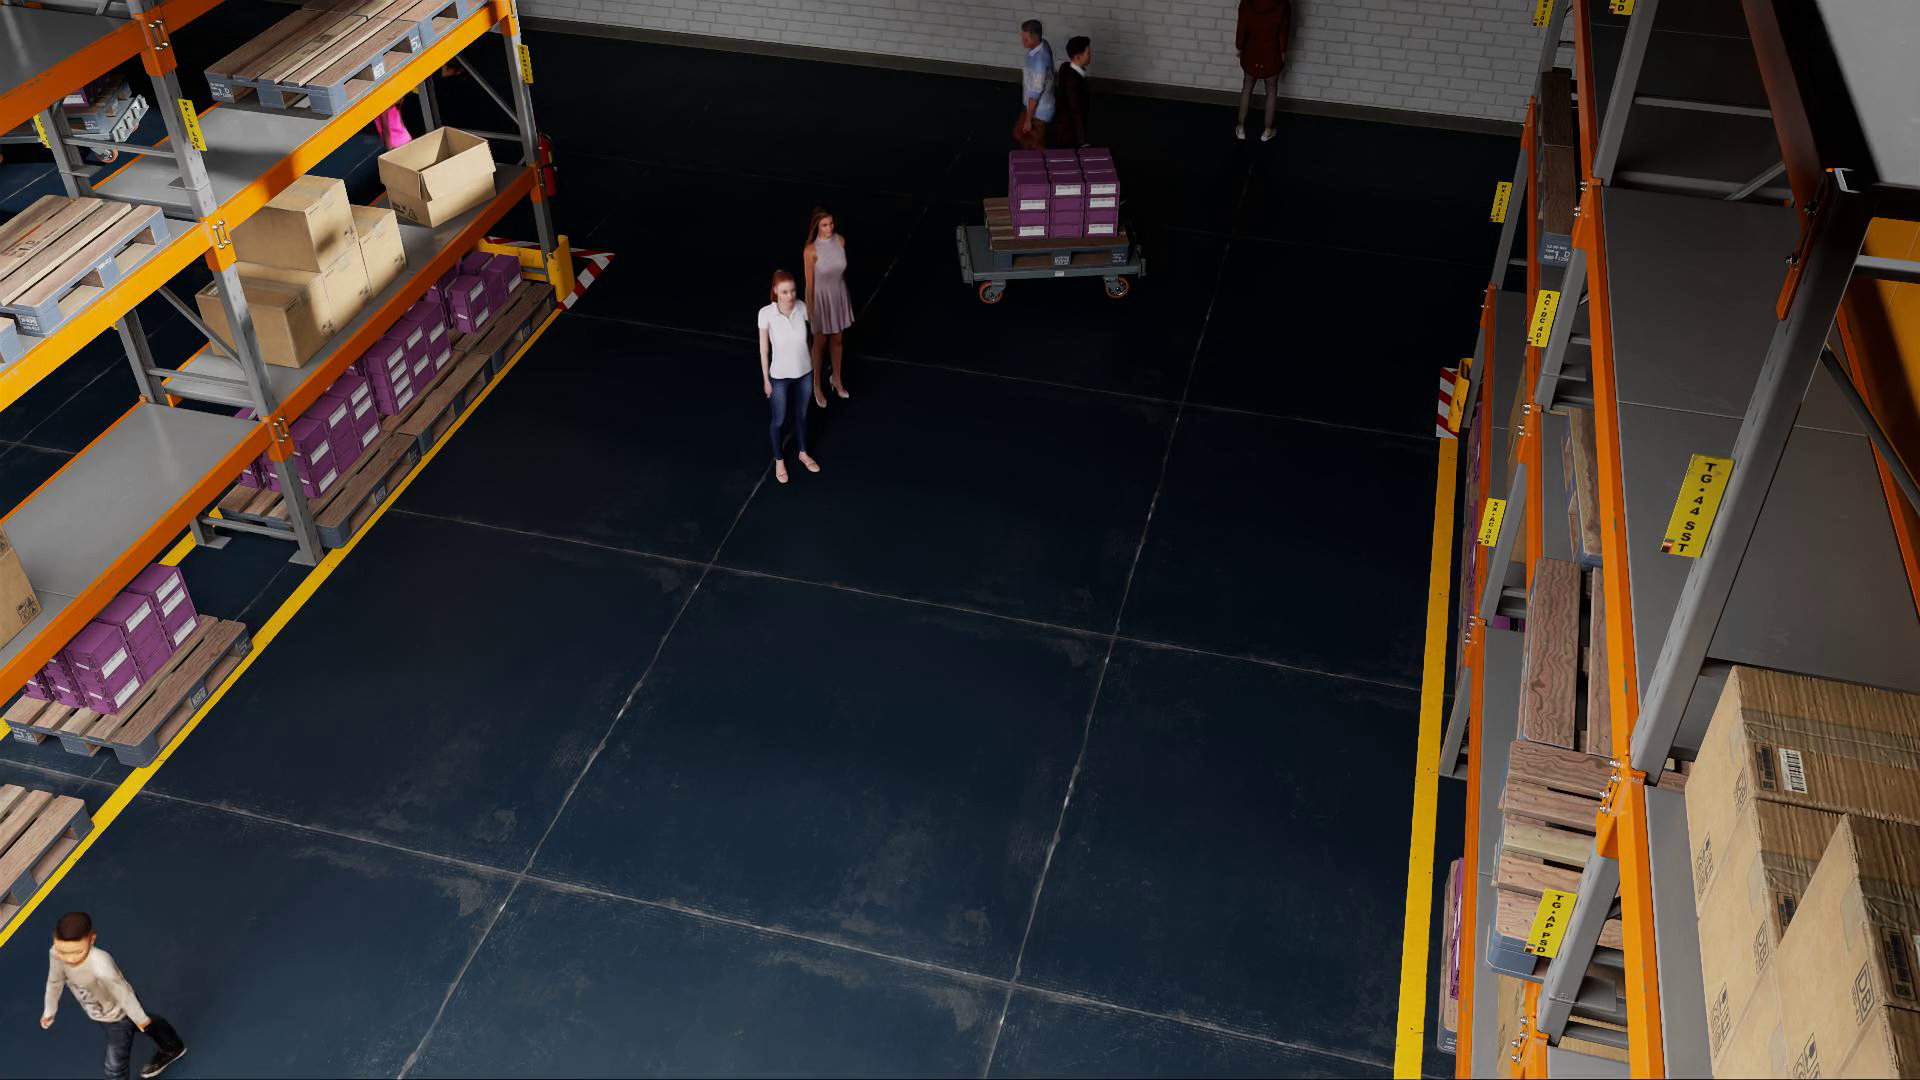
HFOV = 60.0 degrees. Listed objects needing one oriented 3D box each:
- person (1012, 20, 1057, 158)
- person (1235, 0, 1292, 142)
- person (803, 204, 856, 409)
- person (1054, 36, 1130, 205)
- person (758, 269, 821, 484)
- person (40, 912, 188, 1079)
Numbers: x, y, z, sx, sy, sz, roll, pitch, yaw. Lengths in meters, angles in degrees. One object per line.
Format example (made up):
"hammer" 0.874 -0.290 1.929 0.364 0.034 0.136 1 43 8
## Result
"person" 0.839 -4.224 16.228 0.865 1.790 0.690 2 39 3
"person" 3.129 -5.034 17.203 0.698 1.839 0.682 11 40 13
"person" -1.063 -1.880 13.310 0.675 1.769 0.742 -24 44 -27
"person" 0.956 -3.840 15.724 0.962 1.820 1.169 0 39 0
"person" -1.293 -1.251 12.547 0.651 1.739 0.706 -18 42 -21
"person" -4.192 2.295 8.349 0.773 1.435 1.011 23 44 26
